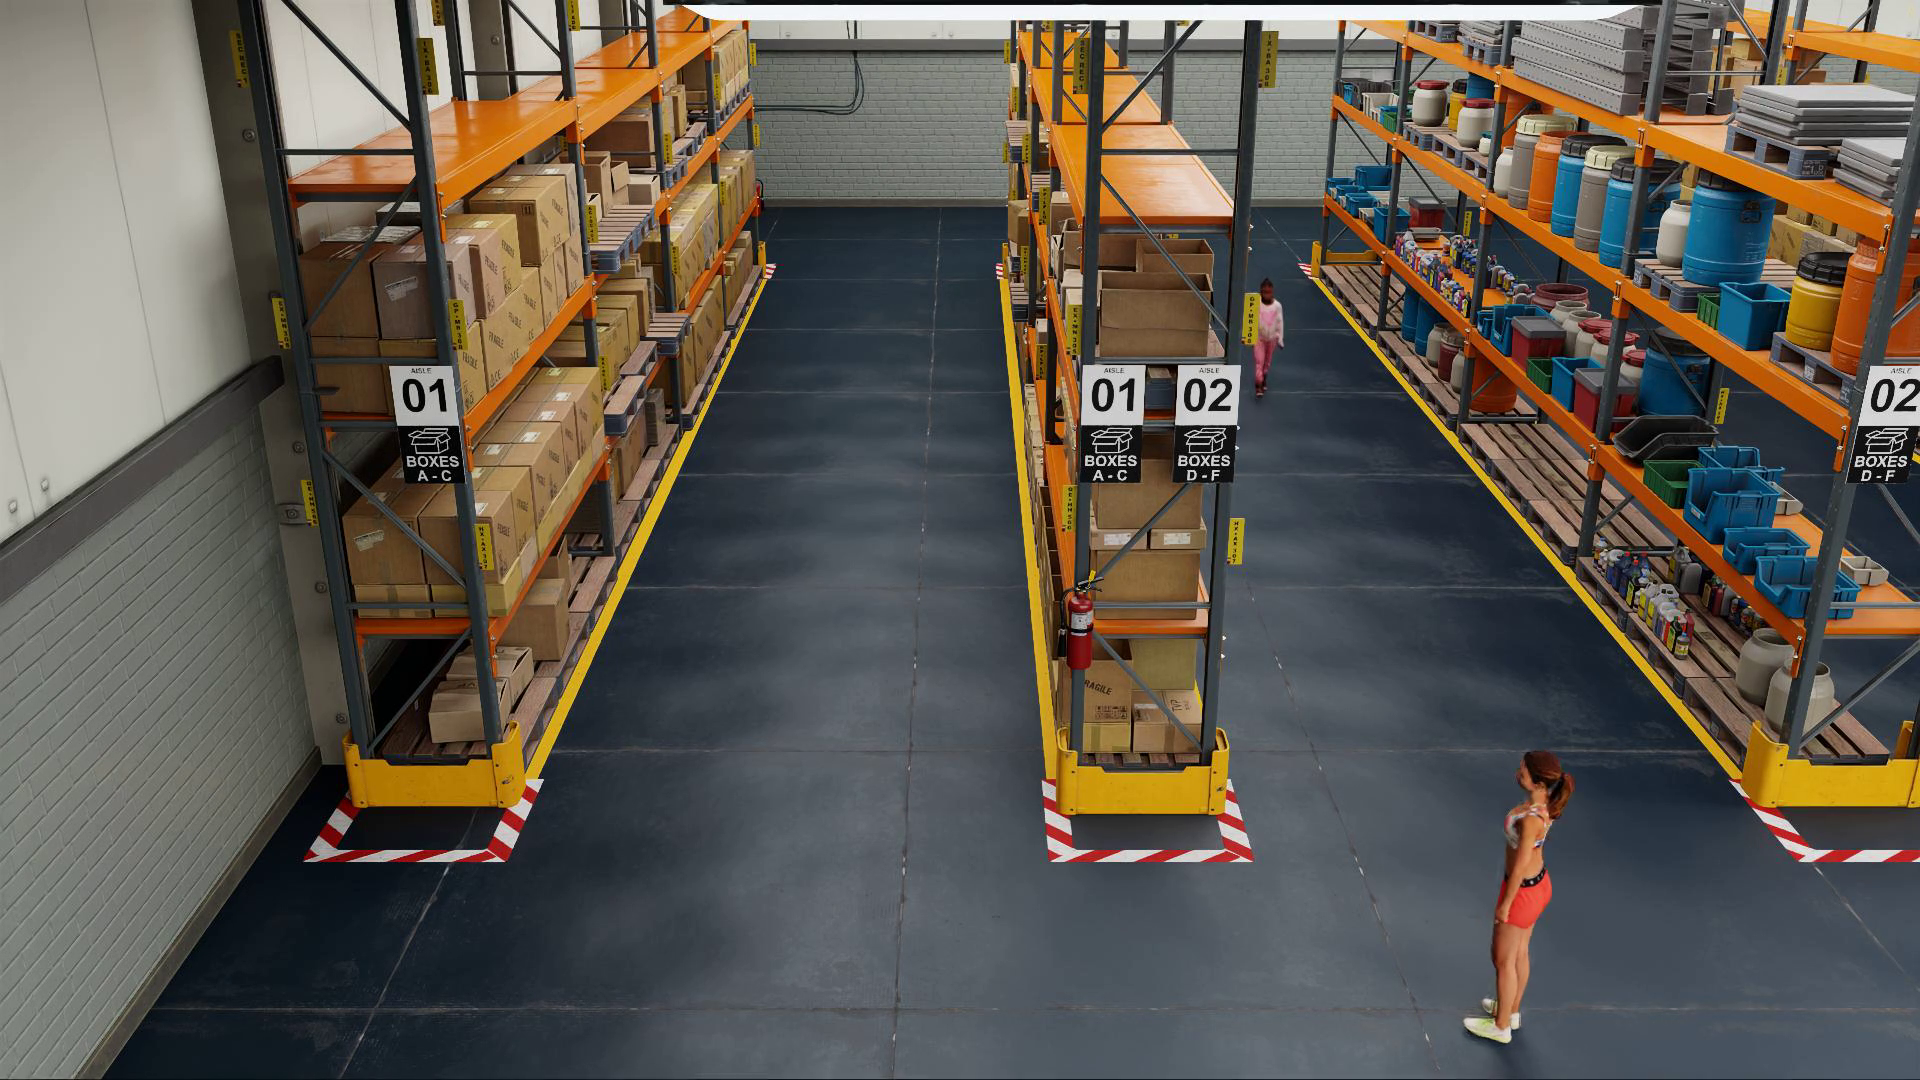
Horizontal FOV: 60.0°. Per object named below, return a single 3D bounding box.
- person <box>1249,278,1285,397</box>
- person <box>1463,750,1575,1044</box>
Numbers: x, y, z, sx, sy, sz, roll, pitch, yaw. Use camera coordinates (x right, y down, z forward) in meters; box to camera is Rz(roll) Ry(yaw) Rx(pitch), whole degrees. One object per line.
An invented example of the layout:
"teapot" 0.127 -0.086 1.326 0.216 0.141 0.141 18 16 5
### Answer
"person" 3.747 -2.499 20.437 0.586 1.413 0.970 1 22 3
"person" 3.071 1.935 9.100 0.762 1.789 0.684 19 29 38
